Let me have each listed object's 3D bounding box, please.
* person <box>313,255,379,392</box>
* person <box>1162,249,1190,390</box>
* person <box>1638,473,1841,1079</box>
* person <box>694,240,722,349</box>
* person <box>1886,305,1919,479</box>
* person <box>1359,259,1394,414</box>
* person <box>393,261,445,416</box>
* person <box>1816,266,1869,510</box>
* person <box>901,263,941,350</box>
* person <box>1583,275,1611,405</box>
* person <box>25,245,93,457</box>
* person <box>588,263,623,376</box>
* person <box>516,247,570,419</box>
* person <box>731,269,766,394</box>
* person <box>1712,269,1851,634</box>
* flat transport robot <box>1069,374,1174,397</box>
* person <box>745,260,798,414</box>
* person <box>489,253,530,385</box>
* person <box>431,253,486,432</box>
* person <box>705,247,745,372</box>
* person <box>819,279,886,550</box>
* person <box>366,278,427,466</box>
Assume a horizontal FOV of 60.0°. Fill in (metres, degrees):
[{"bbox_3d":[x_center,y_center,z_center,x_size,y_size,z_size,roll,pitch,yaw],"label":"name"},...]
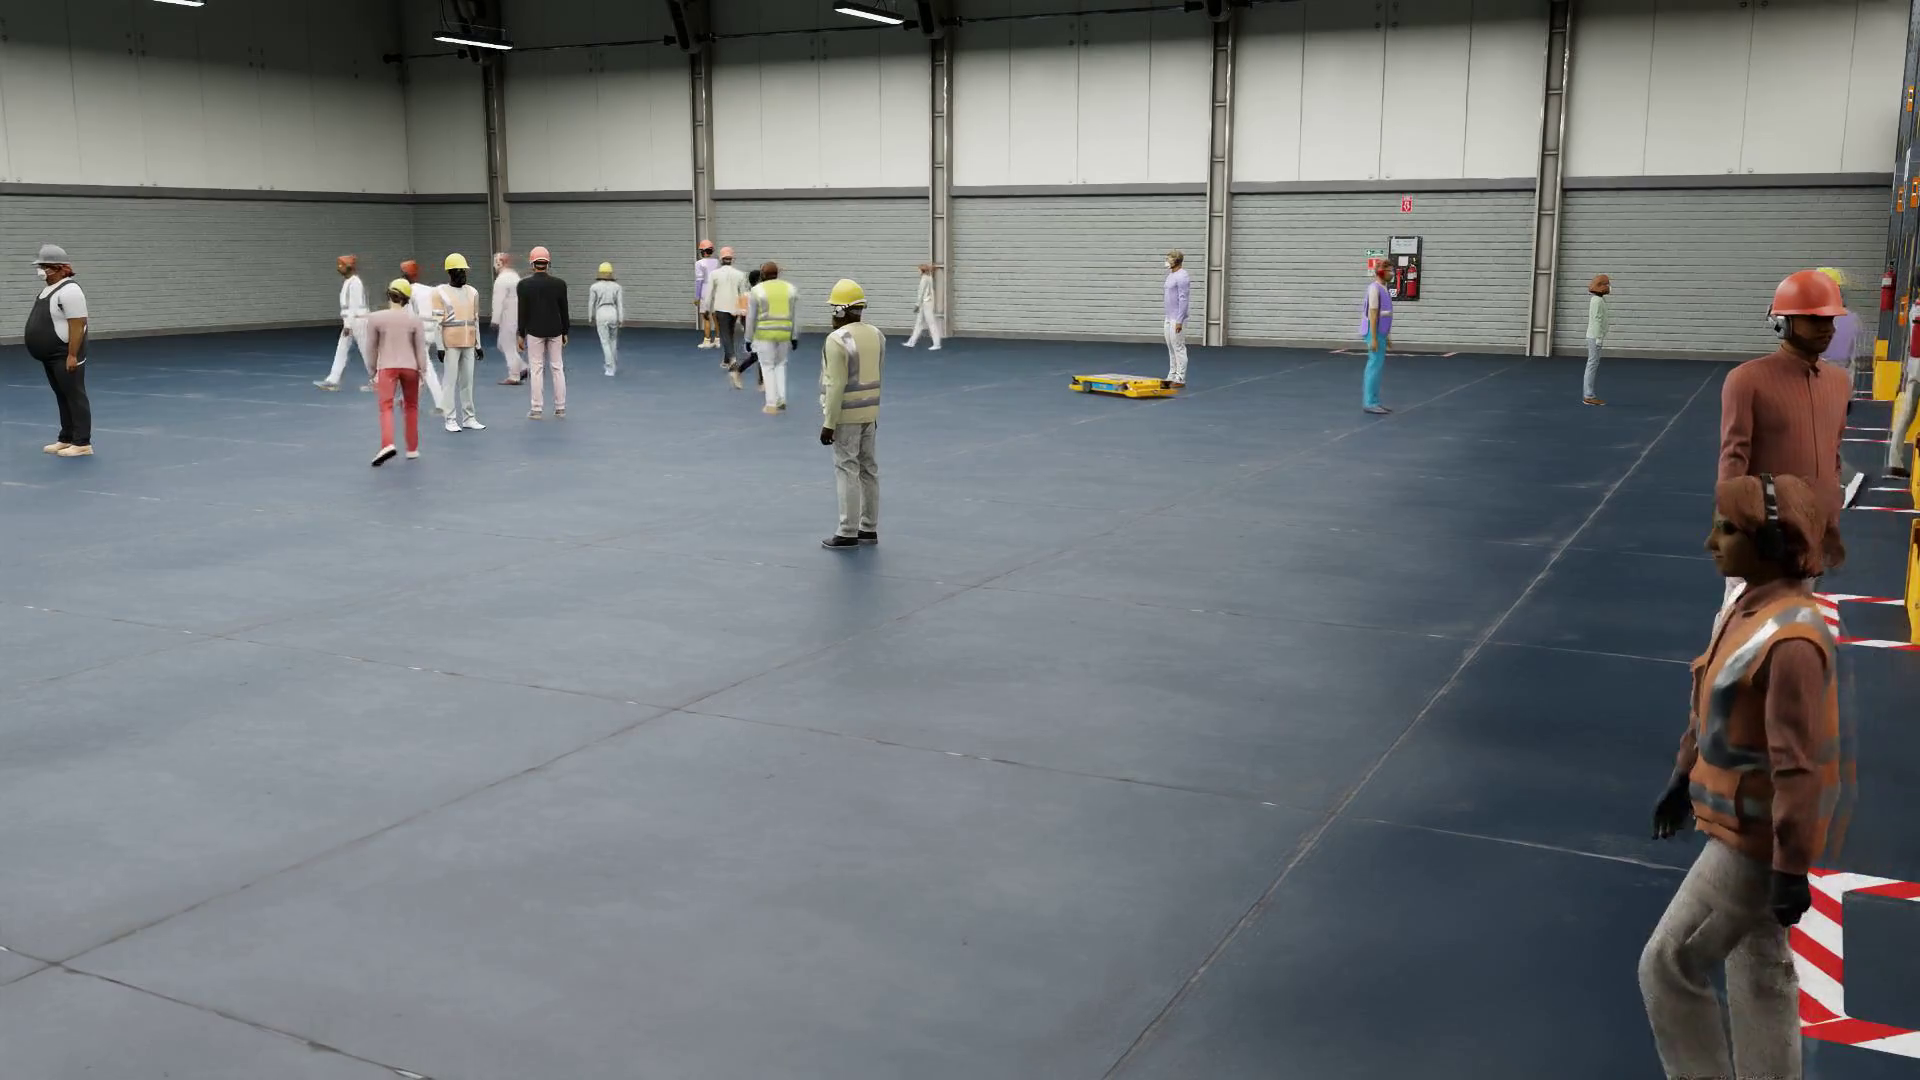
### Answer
[{"bbox_3d":[-8.334,-2.916,22.548,0.939,1.841,0.594,-7,12,-32],"label":"person"},{"bbox_3d":[2.973,-3.043,23.005,0.370,1.939,0.631,-2,11,-10],"label":"person"},{"bbox_3d":[1.704,0.654,3.711,0.502,1.620,0.518,4,11,21],"label":"person"},{"bbox_3d":[-4.758,-4.629,31.367,0.377,2.045,0.605,9,14,41],"label":"person"},{"bbox_3d":[8.536,-1.438,14.509,0.910,1.835,0.523,-2,11,-11],"label":"person"},{"bbox_3d":[5.009,-2.448,20.017,0.374,1.843,0.569,5,11,24],"label":"person"},{"bbox_3d":[-6.461,-2.378,19.690,0.995,1.822,0.582,4,11,23],"label":"person"},{"bbox_3d":[6.750,-1.173,12.938,0.618,1.890,0.802,-5,12,-26],"label":"person"},{"bbox_3d":[-0.726,-4.335,30.952,0.826,1.598,0.527,1,10,5],"label":"person"},{"bbox_3d":[8.063,-2.530,21.031,0.282,1.636,0.500,3,11,17],"label":"person"},{"bbox_3d":[-8.742,-1.830,16.113,0.536,2.000,0.675,-10,14,-43],"label":"person"},{"bbox_3d":[-5.451,-3.384,25.521,0.496,1.700,0.865,-6,12,-30],"label":"person"},{"bbox_3d":[-4.864,-2.413,19.415,0.613,1.994,0.381,-6,12,-31],"label":"person"},{"bbox_3d":[-2.770,-2.790,22.325,0.555,1.679,0.539,7,12,32],"label":"person"},{"bbox_3d":[3.265,-0.064,6.603,0.609,1.996,0.383,-4,11,-19],"label":"person"},{"bbox_3d":[2.159,-2.089,22.352,0.652,0.197,1.431,-7,13,-34],"label":"flat transport robot"},{"bbox_3d":[-2.269,-2.420,19.897,0.649,1.826,0.503,-6,12,-31],"label":"person"},{"bbox_3d":[-6.459,-3.134,23.661,0.426,1.887,0.642,0,10,-2],"label":"person"},{"bbox_3d":[-5.469,-2.151,18.166,0.361,1.930,0.587,7,13,35],"label":"person"},{"bbox_3d":[-3.661,-3.638,26.227,0.615,1.958,0.982,-6,12,-30],"label":"person"},{"bbox_3d":[-0.754,-0.847,11.317,0.403,1.834,0.589,6,12,31],"label":"person"},{"bbox_3d":[-5.275,-1.582,15.611,0.548,1.729,0.720,-4,11,-21],"label":"person"}]
